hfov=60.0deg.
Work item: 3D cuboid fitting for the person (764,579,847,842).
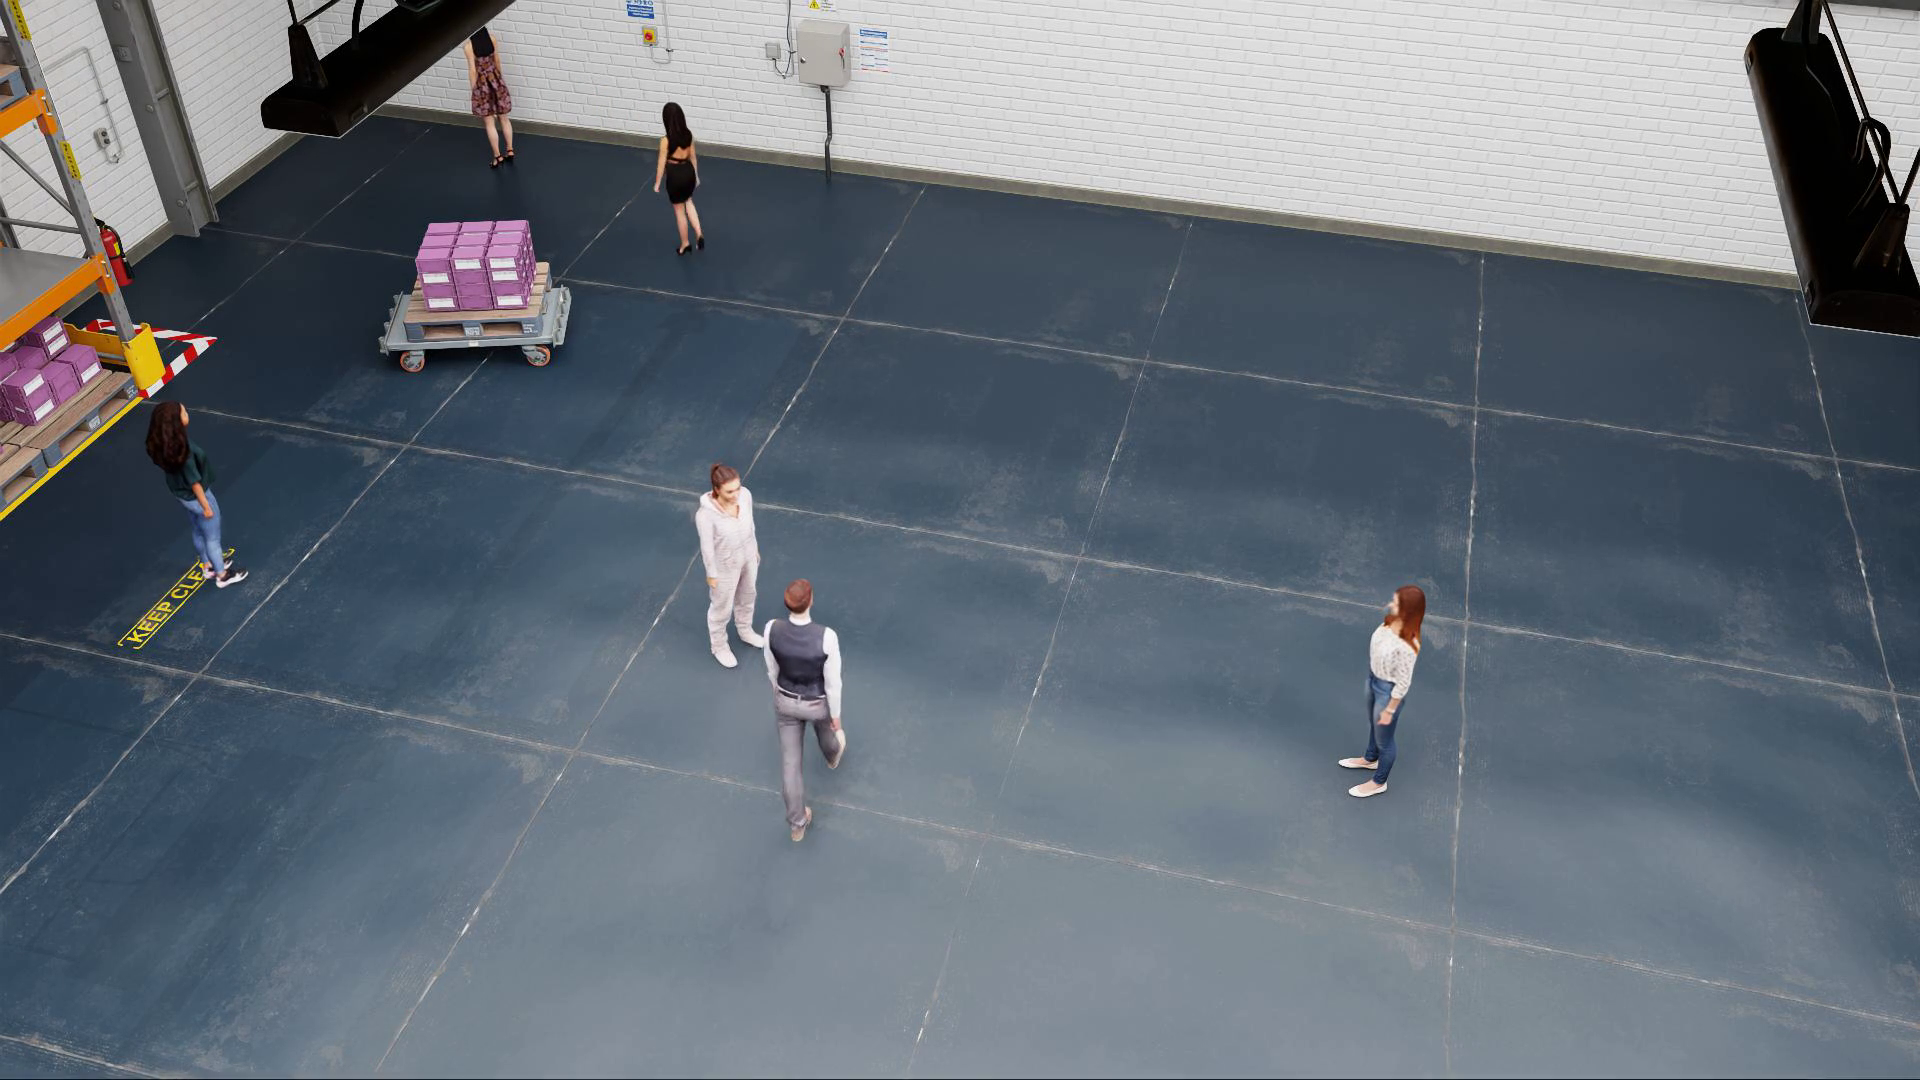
[{"bbox_3d":[-1.014,1.091,10.527,0.733,1.888,1.221,7,39,9],"label":"person"}]

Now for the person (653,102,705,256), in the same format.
[{"bbox_3d":[-2.733,-3.531,16.511,0.755,1.643,0.668,30,47,32],"label":"person"}]

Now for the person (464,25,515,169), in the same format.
[{"bbox_3d":[-5.142,-4.910,18.133,0.838,1.774,0.748,28,46,30],"label":"person"}]

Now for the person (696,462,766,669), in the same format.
[{"bbox_3d":[-1.645,0.137,11.882,0.786,1.689,0.666,30,47,32],"label":"person"}]

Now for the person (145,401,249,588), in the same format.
[{"bbox_3d":[-5.784,-0.344,12.542,0.689,1.616,0.724,30,48,32],"label":"person"}]

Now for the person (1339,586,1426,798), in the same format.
[{"bbox_3d":[2.784,0.964,10.815,0.691,1.729,0.539,-1,39,-2],"label":"person"}]
